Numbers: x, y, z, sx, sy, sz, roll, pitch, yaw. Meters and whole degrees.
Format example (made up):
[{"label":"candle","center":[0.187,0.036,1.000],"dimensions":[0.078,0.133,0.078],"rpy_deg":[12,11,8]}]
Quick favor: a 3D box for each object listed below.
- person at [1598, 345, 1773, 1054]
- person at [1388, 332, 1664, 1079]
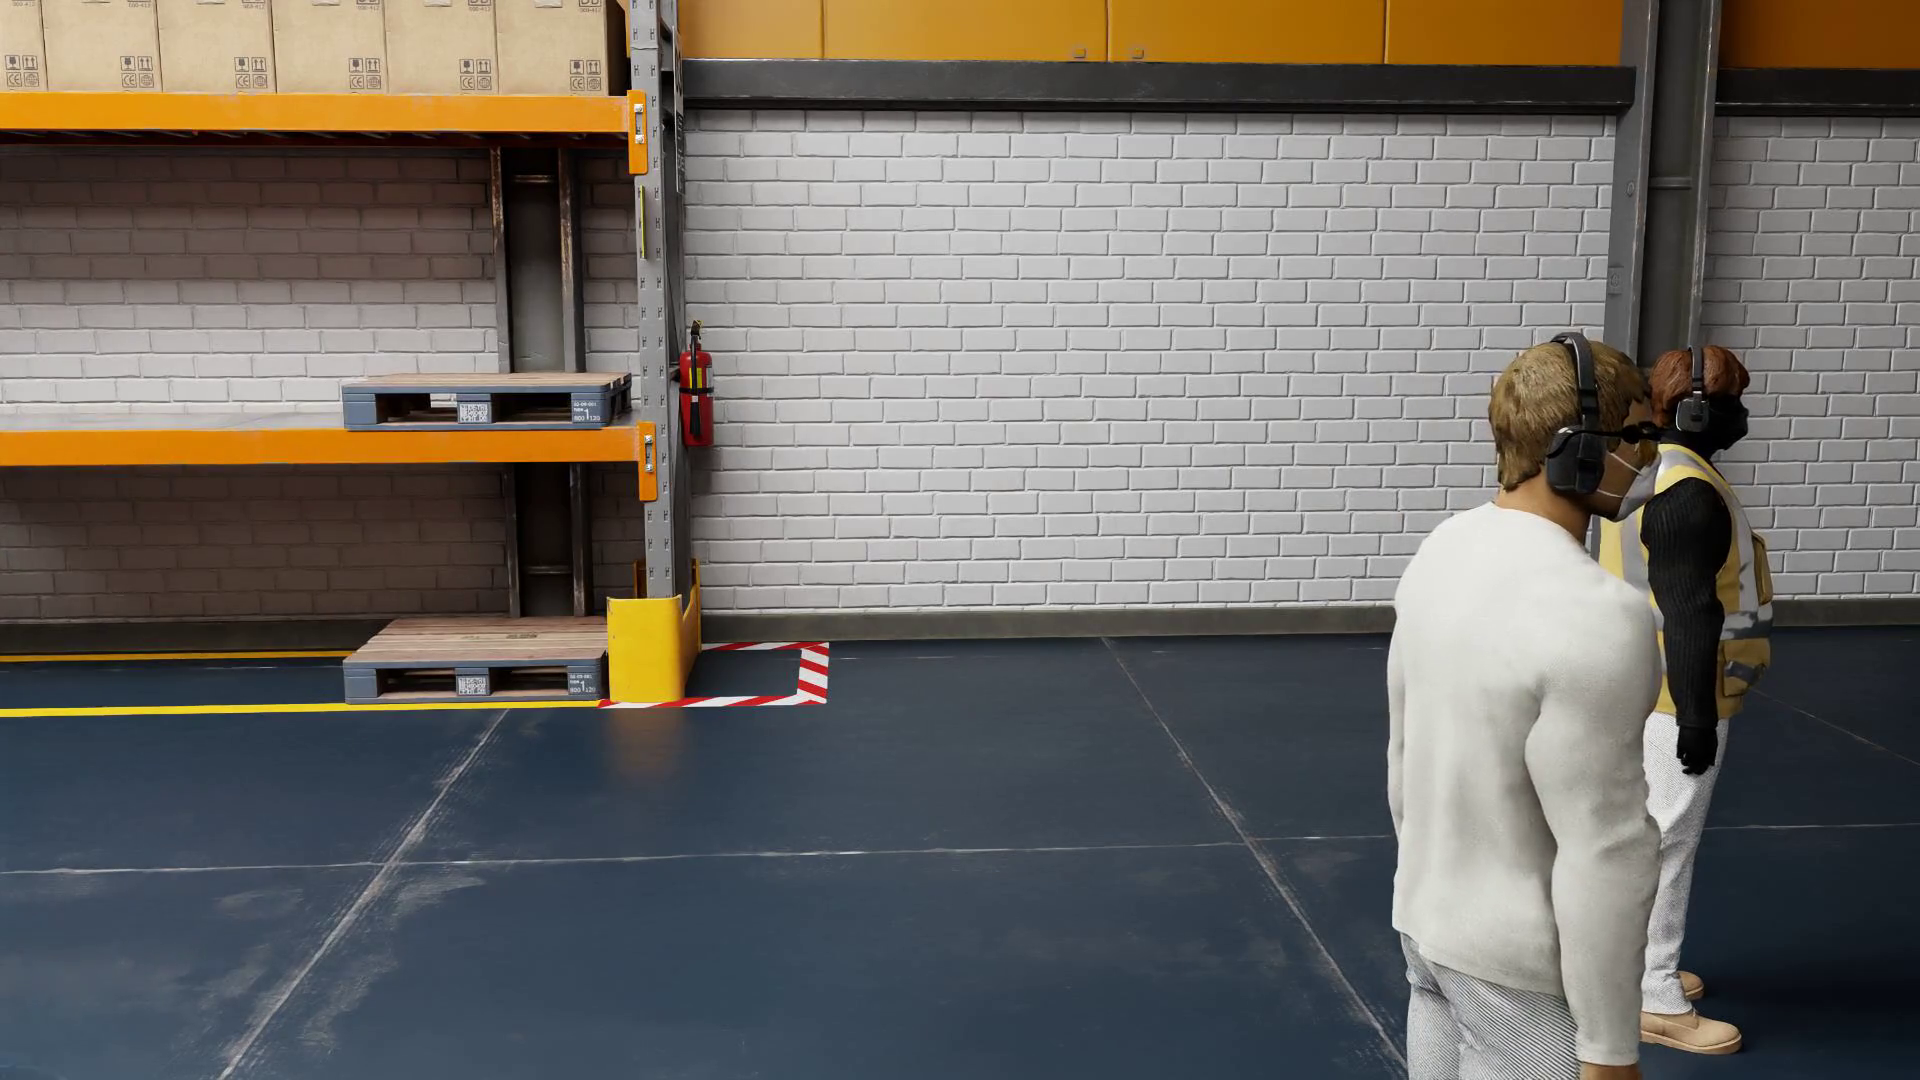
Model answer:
[{"label":"person","center":[1.909,0.407,4.430],"dimensions":[0.429,1.844,0.625],"rpy_deg":[2,9,10]},{"label":"person","center":[0.858,0.652,2.580],"dimensions":[0.355,1.938,0.634],"rpy_deg":[-1,9,-8]}]
